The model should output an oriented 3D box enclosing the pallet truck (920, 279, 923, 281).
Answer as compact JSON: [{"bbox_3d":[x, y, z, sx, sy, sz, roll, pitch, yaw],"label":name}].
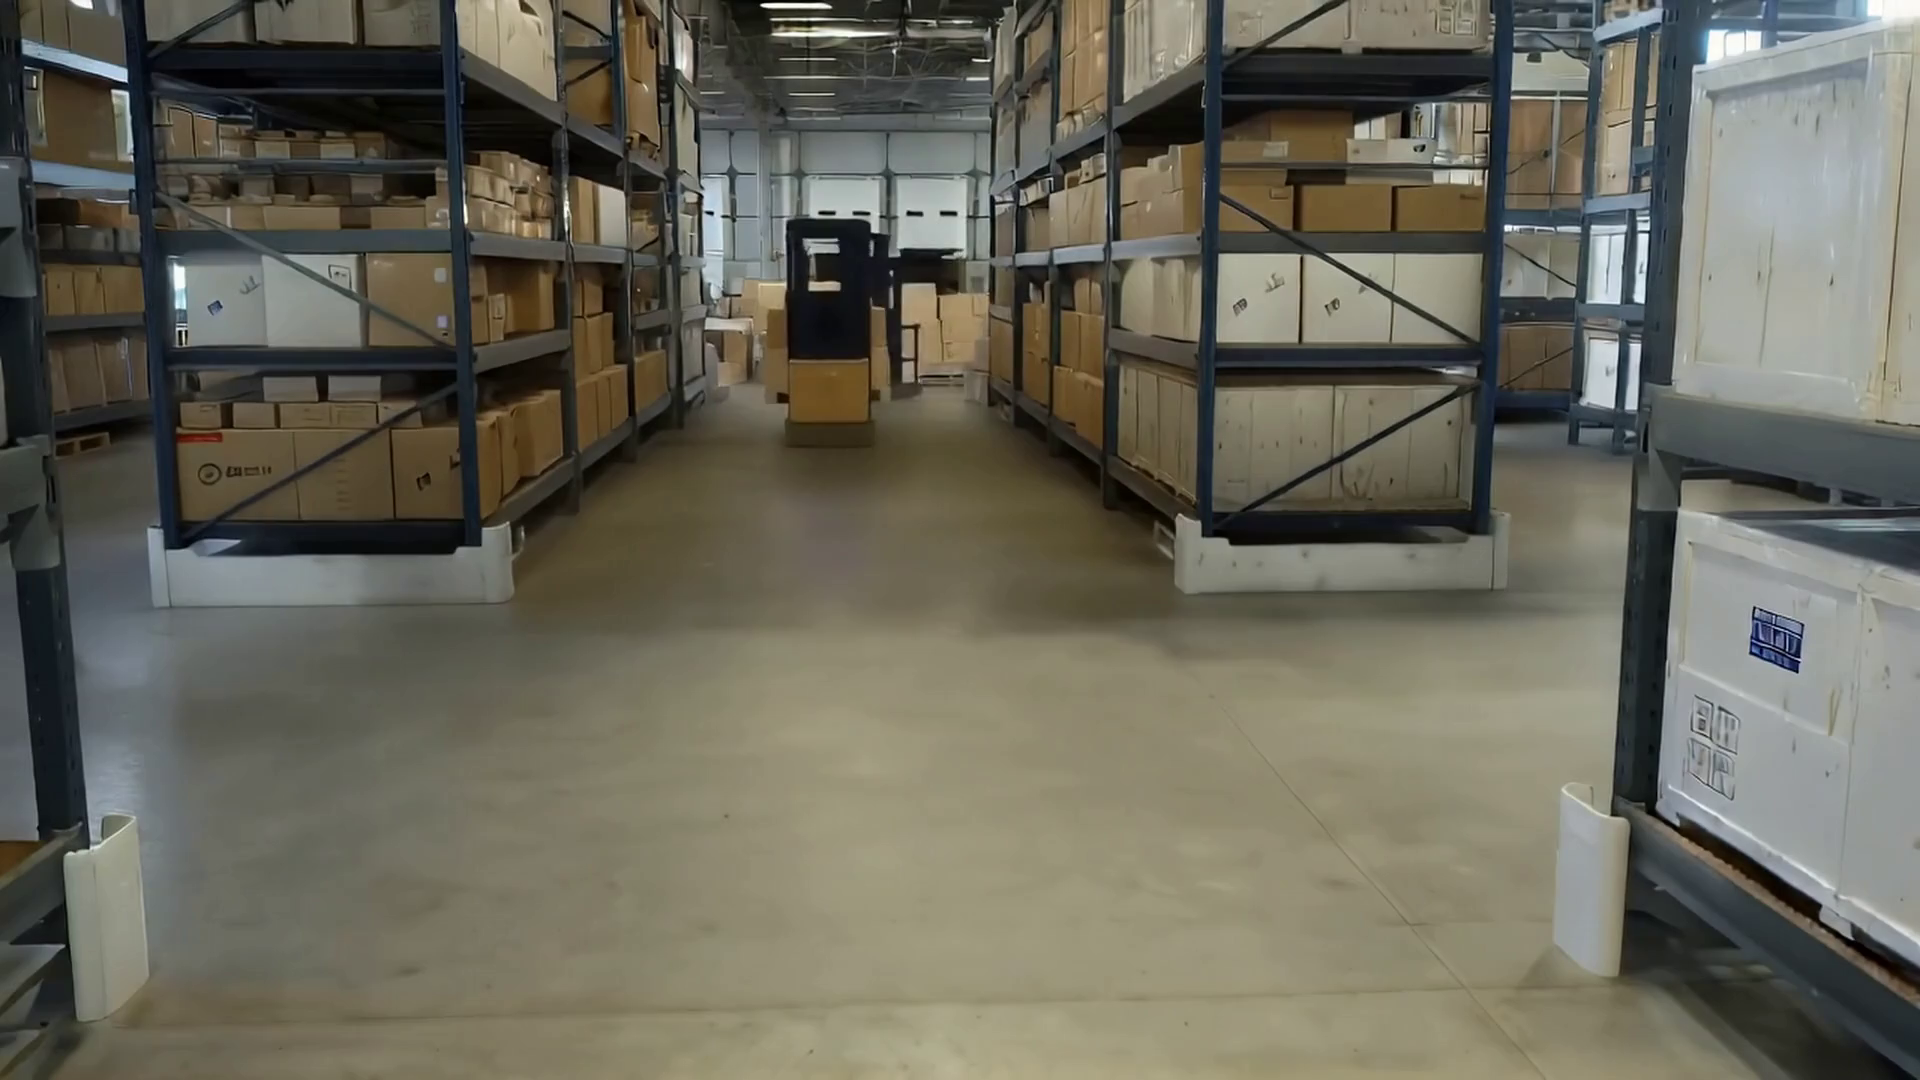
[{"bbox_3d":[-0.932,-8.922,63.114,1.885,1.965,0.823,2,9,13],"label":"pallet truck"}]

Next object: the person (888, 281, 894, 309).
[{"bbox_3d":[-2.185,-7.023,51.377,0.372,1.940,0.630,-6,11,-32],"label":"person"}]

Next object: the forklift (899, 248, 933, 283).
[{"bbox_3d":[-1.178,-6.445,44.800,1.129,2.768,1.873,-7,11,-37],"label":"forklift"}]

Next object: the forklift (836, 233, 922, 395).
[{"bbox_3d":[-1.664,-3.842,28.454,1.129,2.768,1.873,7,11,36],"label":"forklift"}]

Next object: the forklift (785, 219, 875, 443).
[{"bbox_3d":[-1.667,-2.686,21.198,1.129,2.768,1.873,-1,9,-4],"label":"forklift"}]
